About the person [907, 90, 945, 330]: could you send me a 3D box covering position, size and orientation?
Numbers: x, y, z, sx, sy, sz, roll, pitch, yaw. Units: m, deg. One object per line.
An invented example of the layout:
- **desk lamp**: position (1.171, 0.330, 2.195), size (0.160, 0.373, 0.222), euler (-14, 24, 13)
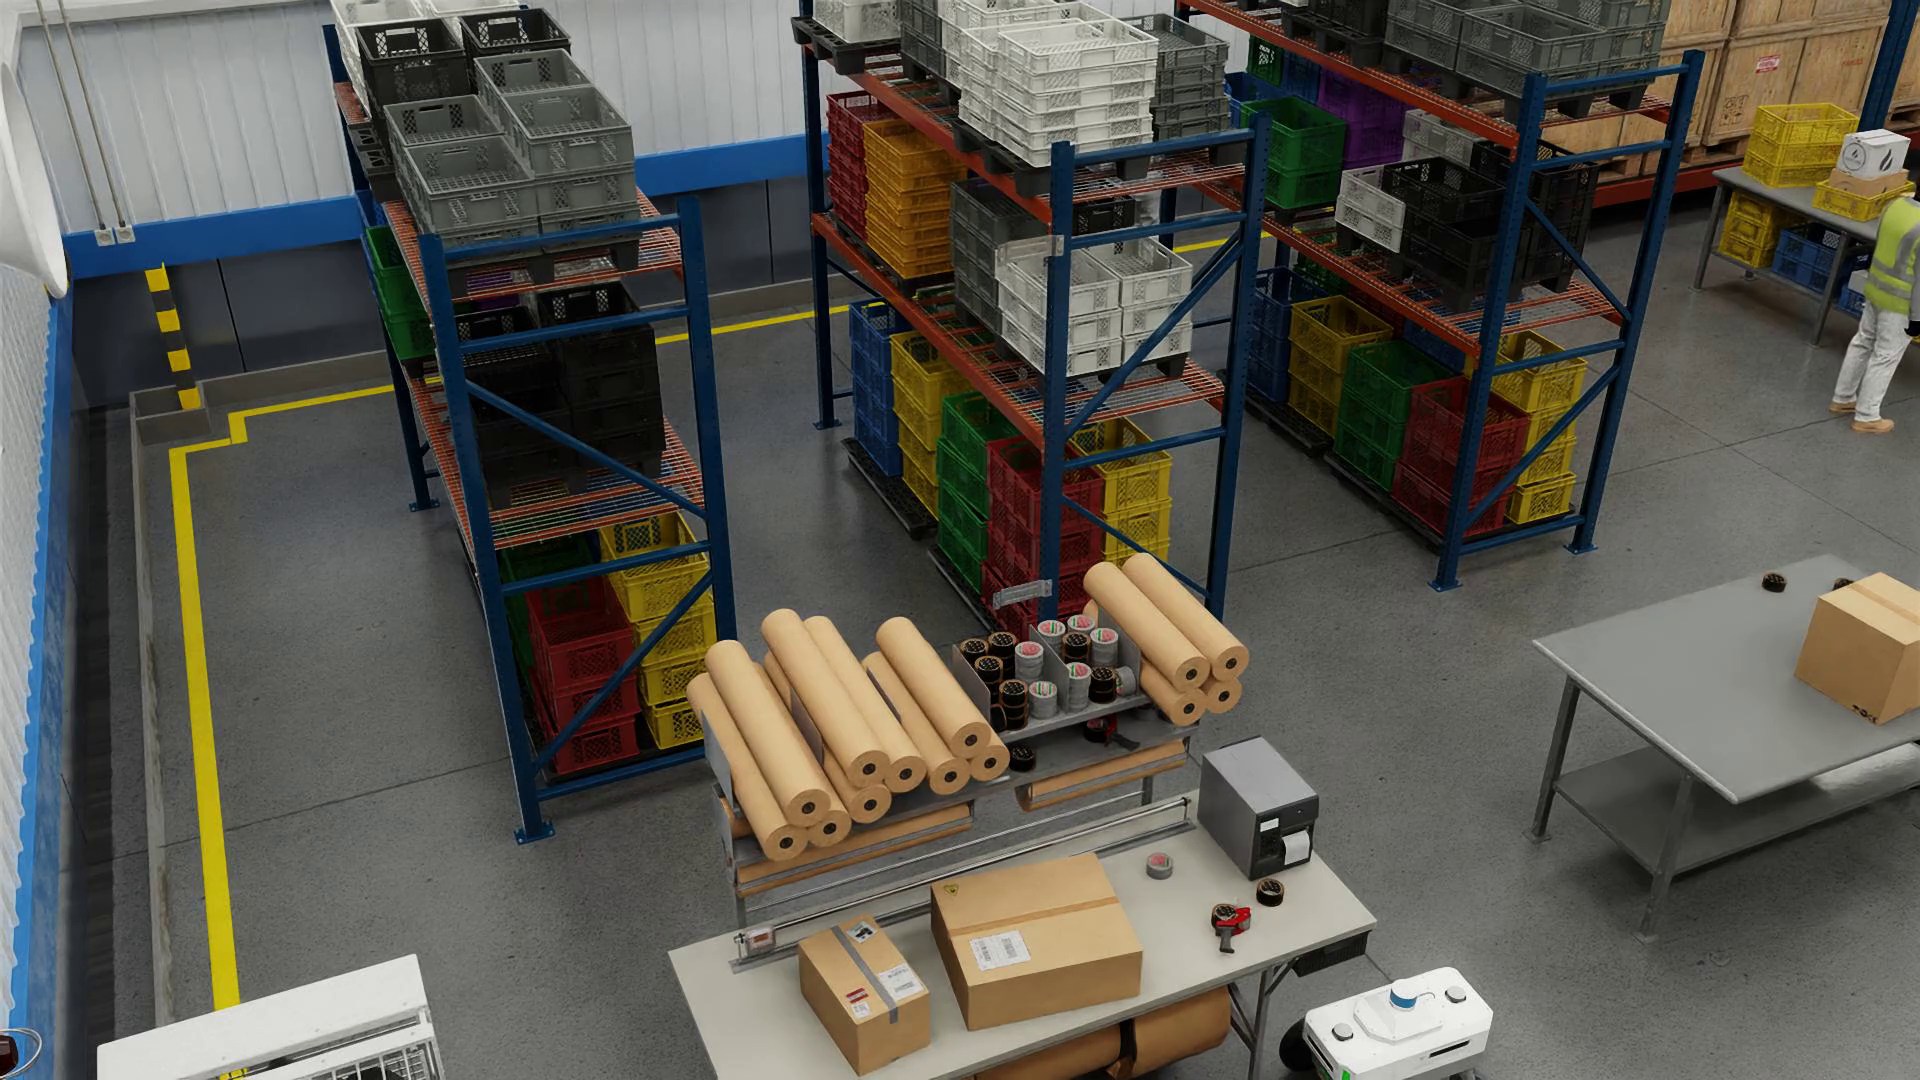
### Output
- **person**: position (-0.268, -2.445, 12.337), size (0.352, 1.937, 0.635), euler (3, 32, 5)

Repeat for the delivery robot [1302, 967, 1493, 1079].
- **delivery robot**: position (1.701, 1.917, 6.477), size (0.707, 0.478, 0.477), euler (-12, 33, -18)

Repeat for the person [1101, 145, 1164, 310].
- **person**: position (1.357, -2.669, 12.752), size (0.574, 1.885, 0.355), euler (3, 32, 4)

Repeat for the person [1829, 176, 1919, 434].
- **person**: position (6.245, -1.601, 11.070), size (0.430, 1.836, 0.619), euler (0, 32, 0)
